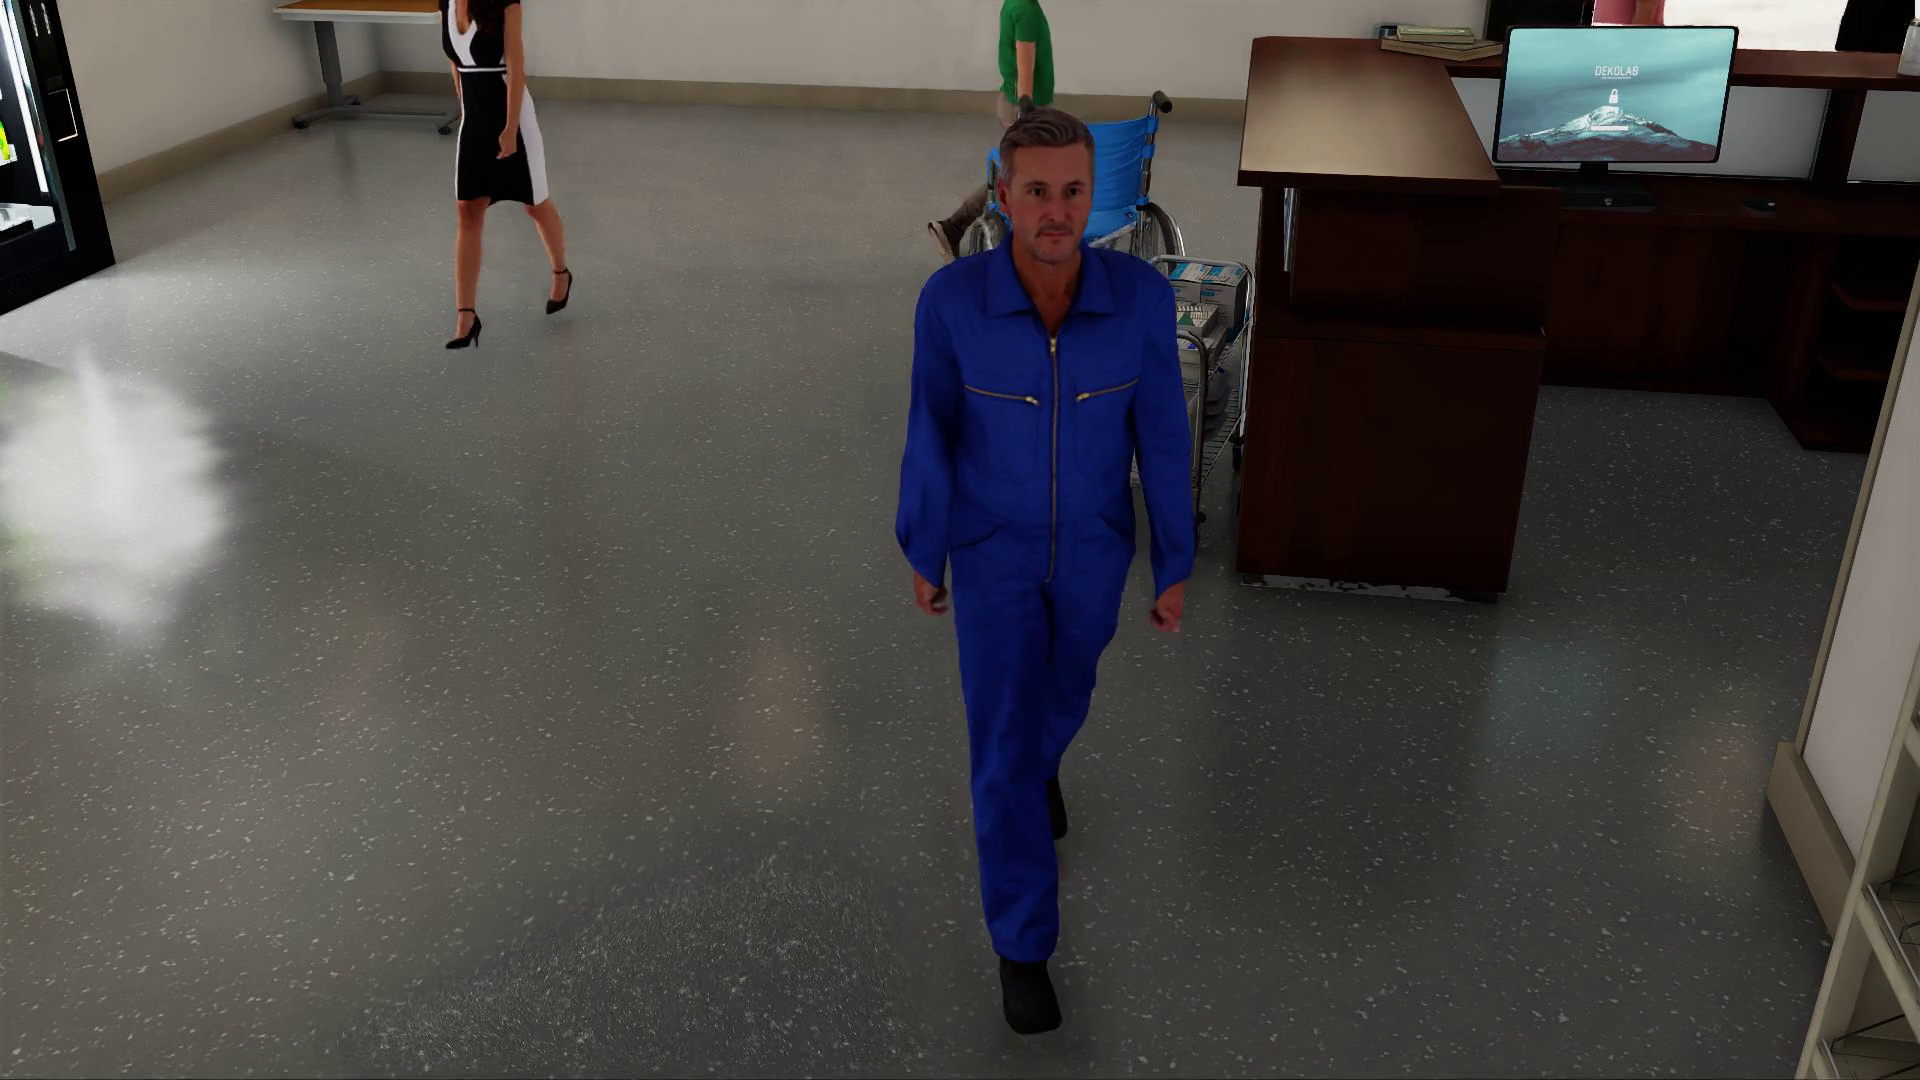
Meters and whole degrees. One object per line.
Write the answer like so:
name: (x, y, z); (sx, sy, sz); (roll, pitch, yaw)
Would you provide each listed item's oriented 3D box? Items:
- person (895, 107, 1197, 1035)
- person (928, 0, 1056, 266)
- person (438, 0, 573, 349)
person: (0.164, 0.008, 3.509); (1.014, 1.781, 1.315); (-4, 26, -7)
person: (0.222, -2.007, 7.863); (0.791, 1.628, 1.011); (-1, 26, -2)
person: (-1.915, -1.721, 7.144); (0.686, 1.739, 1.190); (8, 27, 16)
